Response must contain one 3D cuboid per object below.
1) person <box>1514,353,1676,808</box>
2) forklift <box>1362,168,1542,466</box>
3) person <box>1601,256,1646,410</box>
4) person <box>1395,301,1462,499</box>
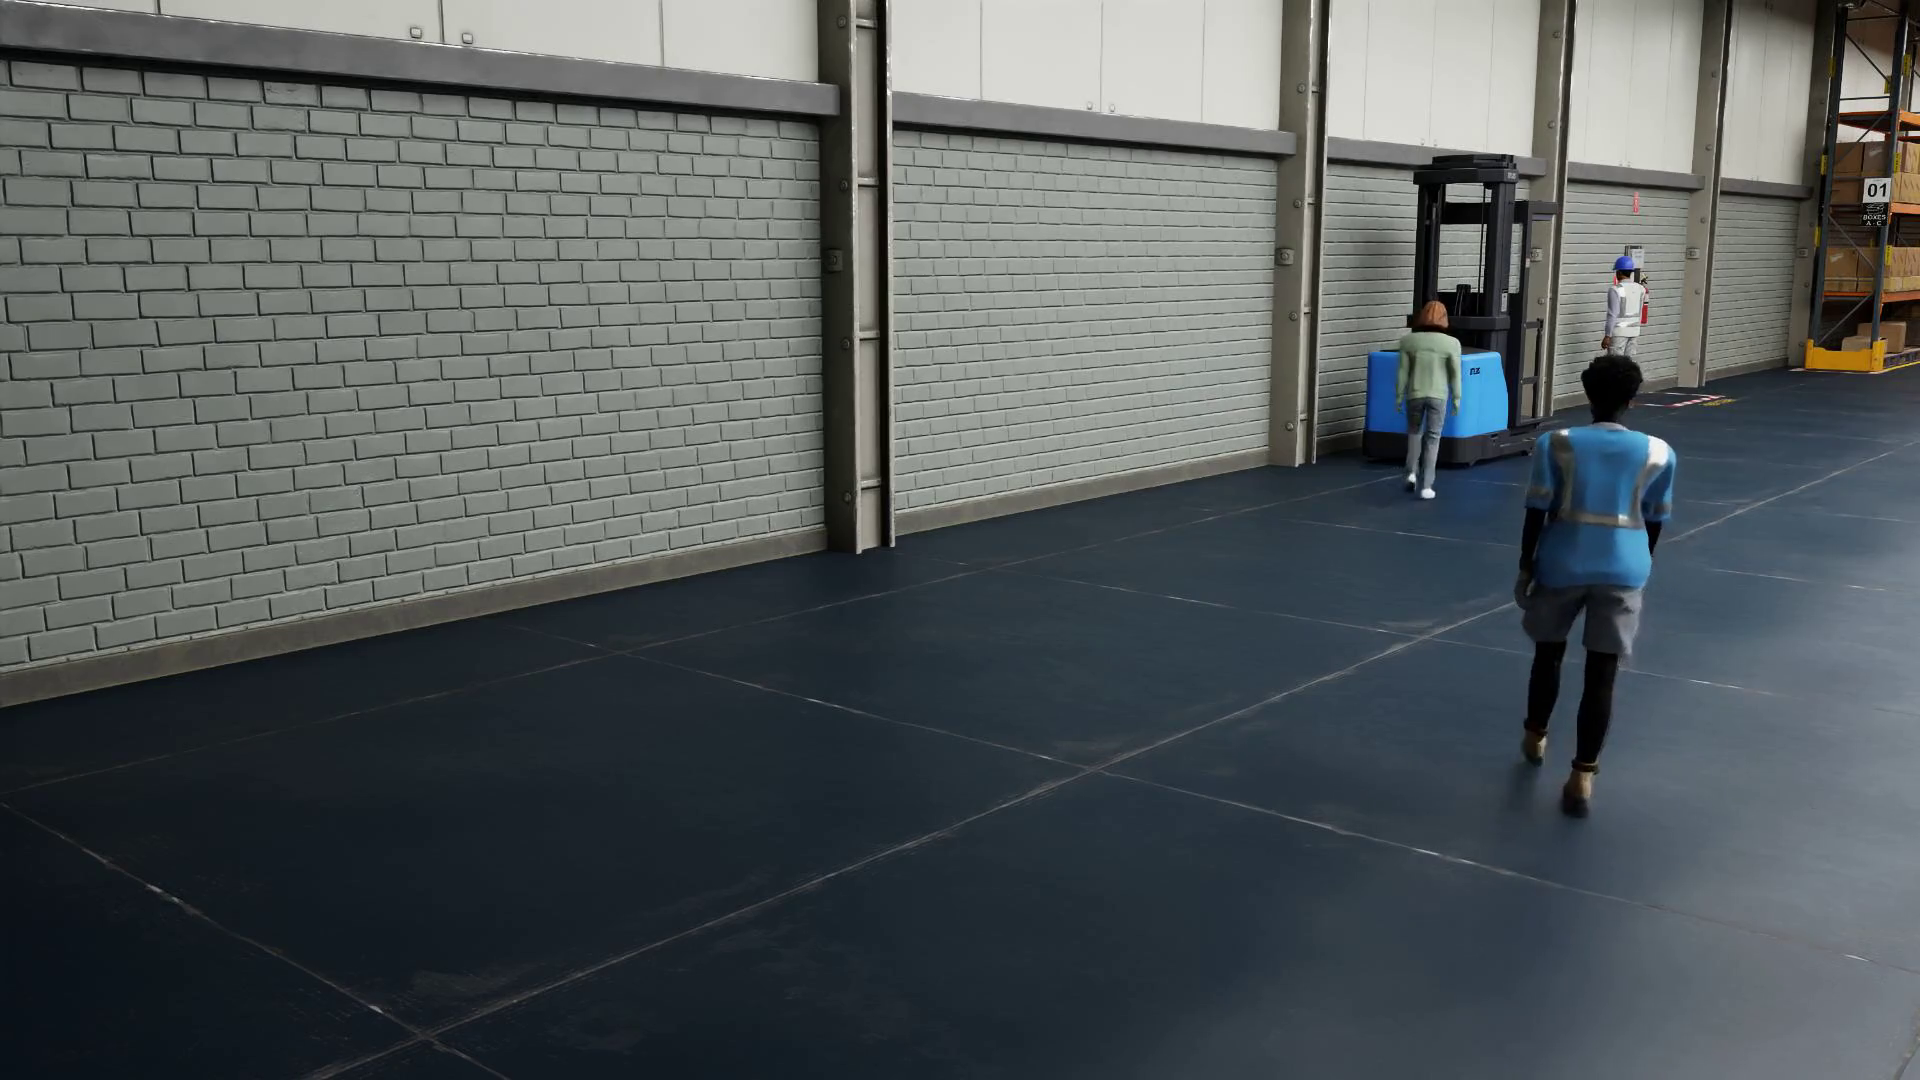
[{"bbox_3d":[2.392,0.123,6.323,0.535,1.654,0.814,3,10,18],"label":"person"},{"bbox_3d":[4.875,-2.212,16.287,1.129,2.768,1.873,8,13,40],"label":"forklift"},{"bbox_3d":[8.432,-2.630,21.191,0.604,1.949,0.389,-5,11,-28],"label":"person"},{"bbox_3d":[3.861,-1.153,13.703,0.530,1.620,0.365,5,11,28],"label":"person"}]
